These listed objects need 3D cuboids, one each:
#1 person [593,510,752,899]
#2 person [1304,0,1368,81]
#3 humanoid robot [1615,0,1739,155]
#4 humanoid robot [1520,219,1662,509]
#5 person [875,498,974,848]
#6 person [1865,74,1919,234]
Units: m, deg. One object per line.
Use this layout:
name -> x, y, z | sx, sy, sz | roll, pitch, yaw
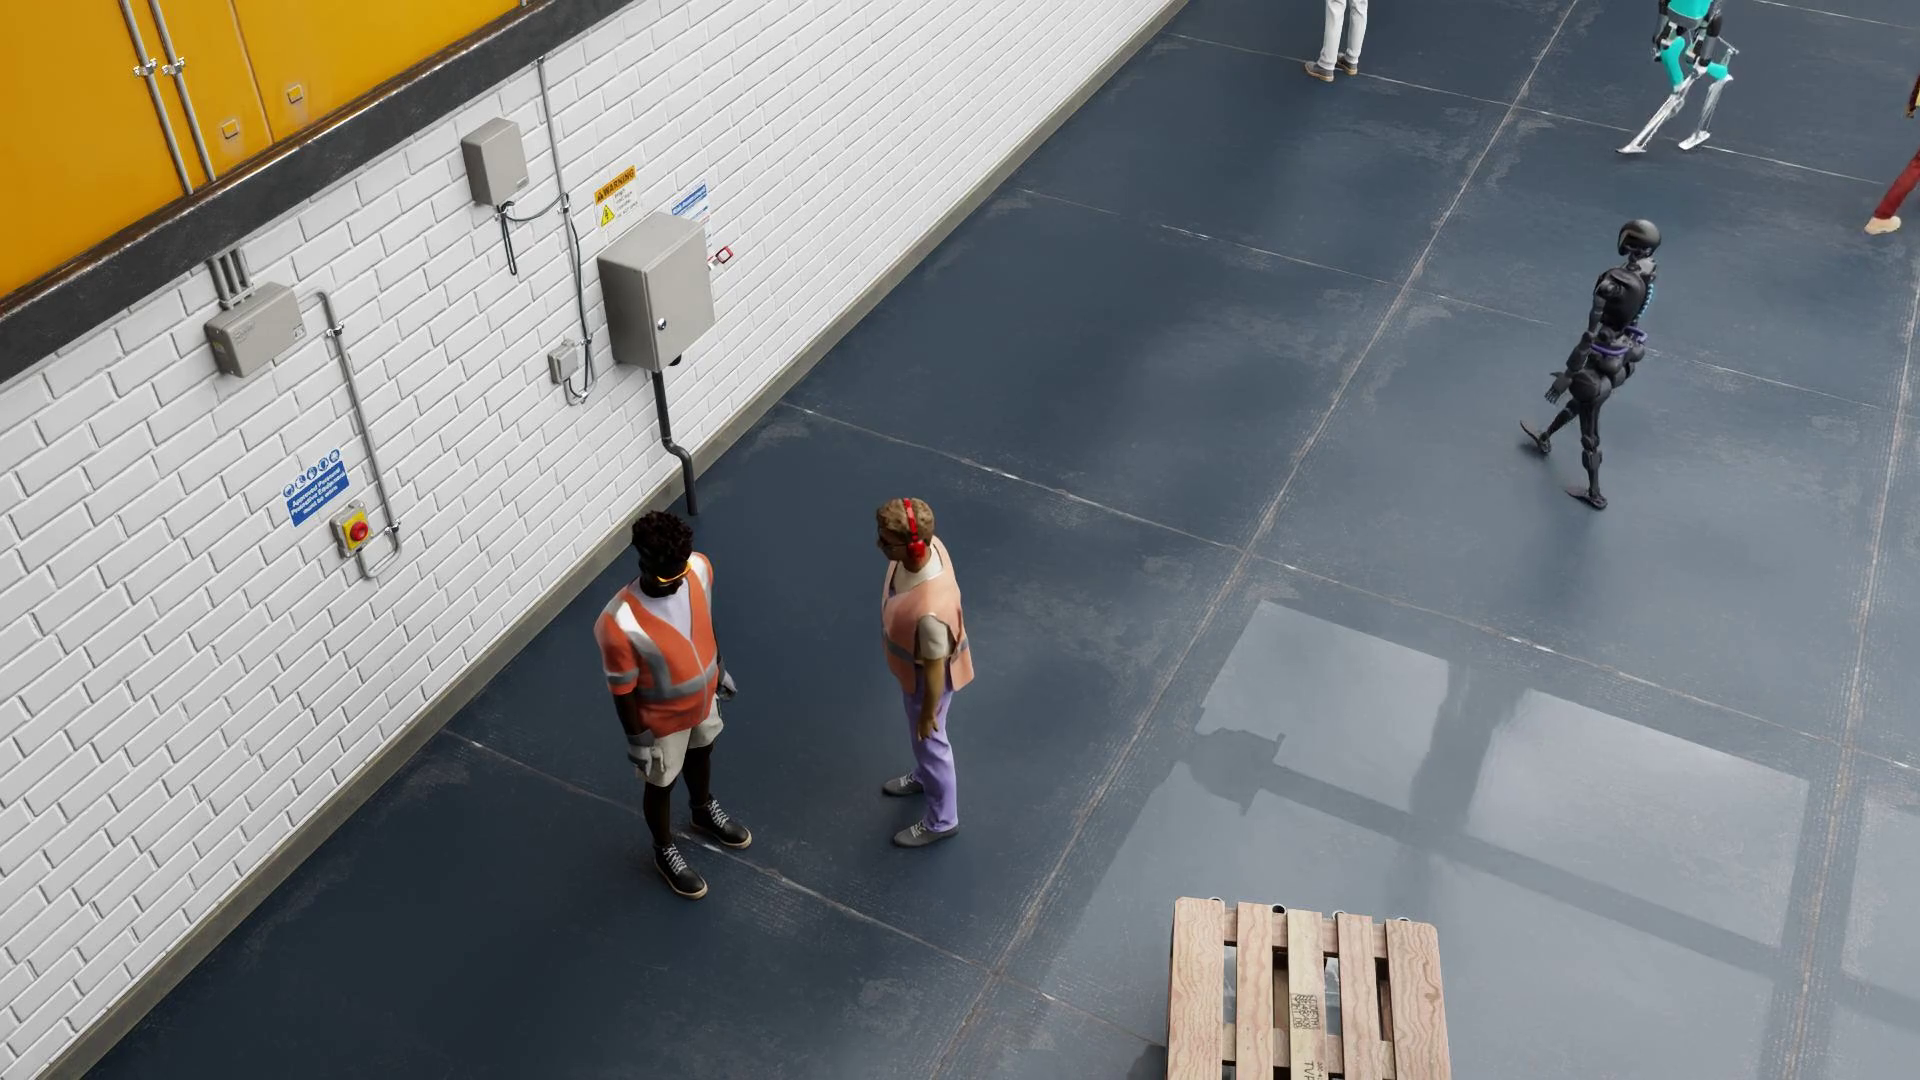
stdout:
person -> -1.151, 0.656, 6.785 | 0.377, 1.958, 0.602 | 24, 46, 25
person -> 2.993, -4.468, 12.784 | 0.572, 1.882, 0.356 | -18, 44, -20
humanoid robot -> 5.293, -3.560, 11.847 | 0.954, 1.760, 0.540 | -18, 44, -20
humanoid robot -> 3.377, -0.987, 8.921 | 0.604, 1.638, 0.721 | -28, 48, -29
person -> -0.141, 0.549, 7.003 | 0.378, 1.837, 0.562 | -7, 41, -8
person -> 6.644, -2.892, 11.082 | 0.944, 1.713, 0.494 | -14, 43, -16
